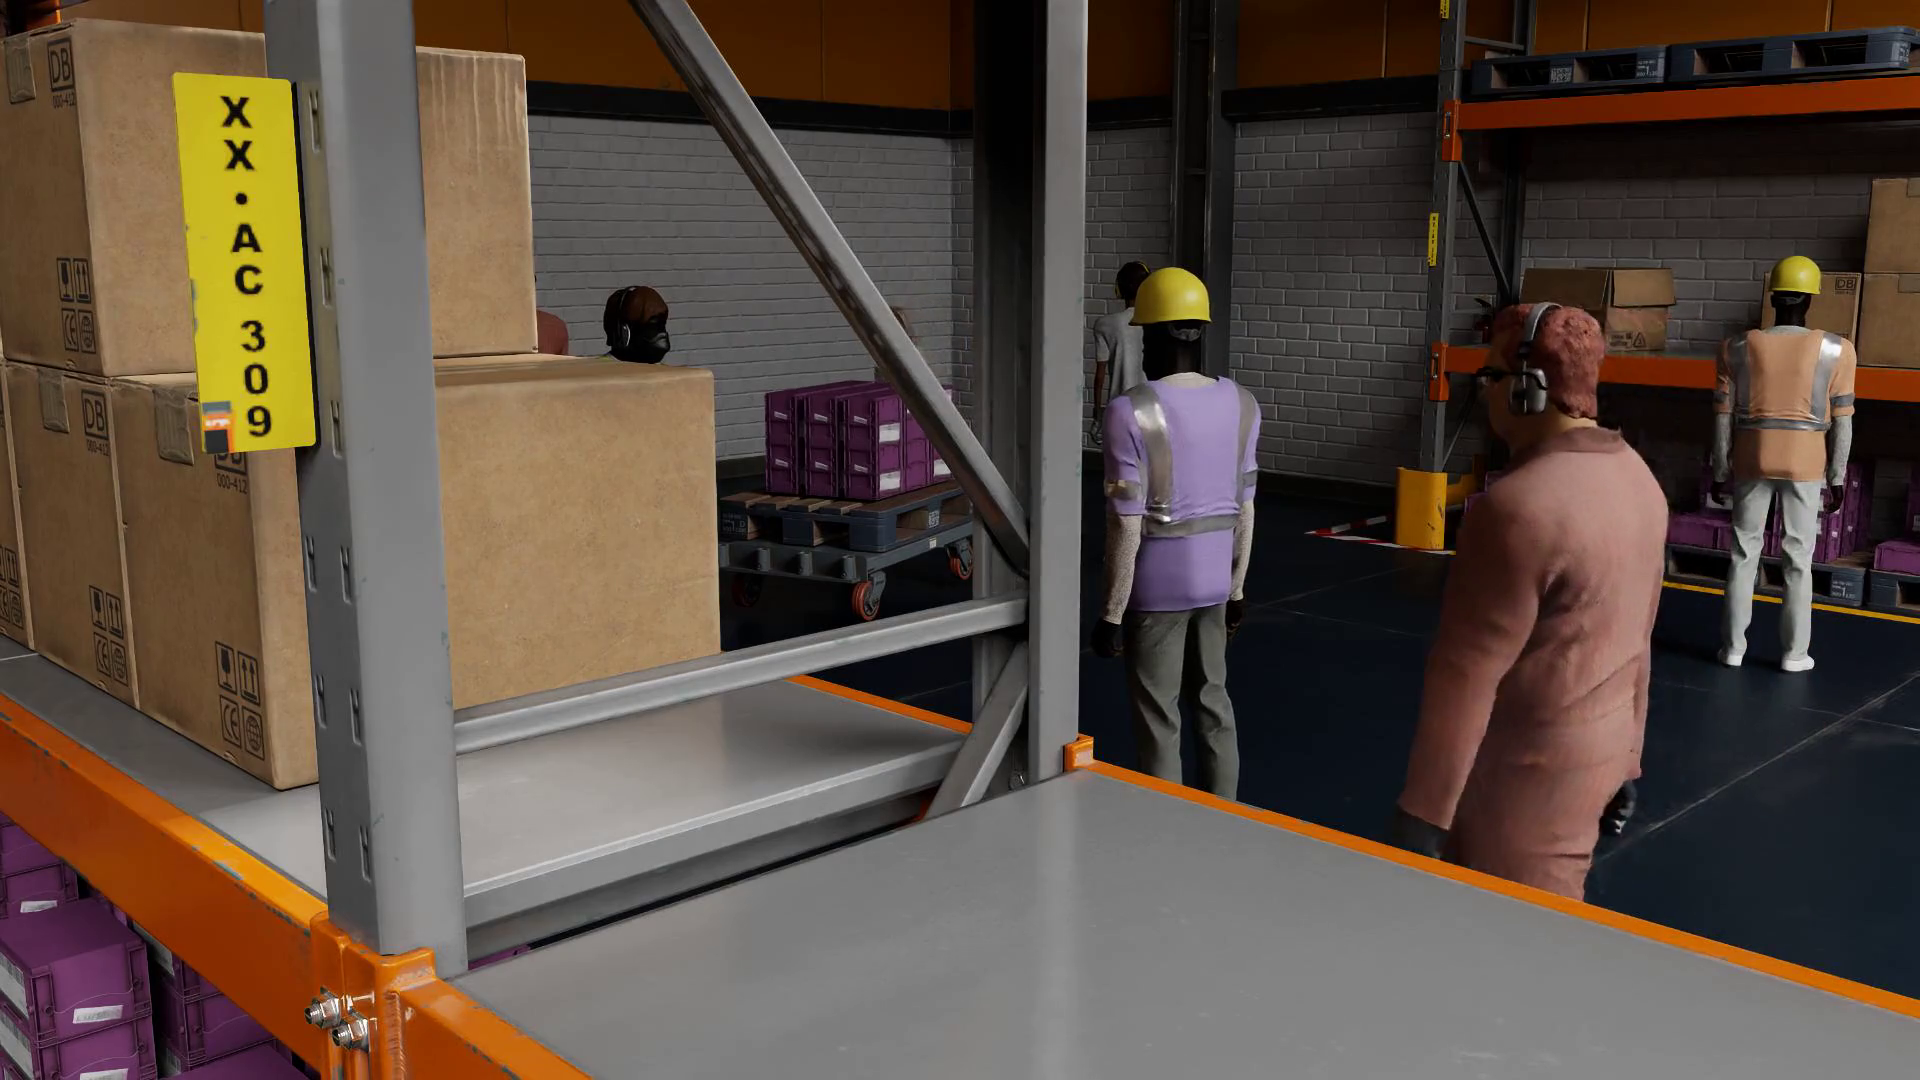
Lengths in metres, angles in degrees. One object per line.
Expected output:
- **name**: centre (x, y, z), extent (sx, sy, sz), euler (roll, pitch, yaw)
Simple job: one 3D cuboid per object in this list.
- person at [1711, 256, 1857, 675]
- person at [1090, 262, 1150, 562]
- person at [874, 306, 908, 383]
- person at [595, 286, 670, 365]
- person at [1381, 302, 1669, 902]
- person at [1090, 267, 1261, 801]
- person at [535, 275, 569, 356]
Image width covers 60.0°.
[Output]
- **person**: centre (3.779, -0.337, 7.689), extent (0.588, 1.927, 0.365), euler (6, 12, 28)
- **person**: centre (1.053, -0.749, 10.115), extent (0.519, 1.865, 0.331), euler (1, 10, 5)
- **person**: centre (-0.421, -0.702, 10.625), extent (0.889, 1.580, 0.516), euler (-1, 10, -3)
- **person**: centre (-1.155, -0.002, 6.097), extent (0.429, 1.843, 0.632), euler (4, 11, 20)
- **person**: centre (1.088, 0.467, 3.418), extent (0.634, 1.889, 0.657), euler (8, 13, 36)
- **person**: centre (0.641, 0.140, 5.093), extent (0.593, 1.925, 0.384), euler (-7, 13, -34)
- **person**: centre (-2.218, -0.489, 8.336), extent (0.381, 1.994, 0.622), euler (8, 13, 38)
